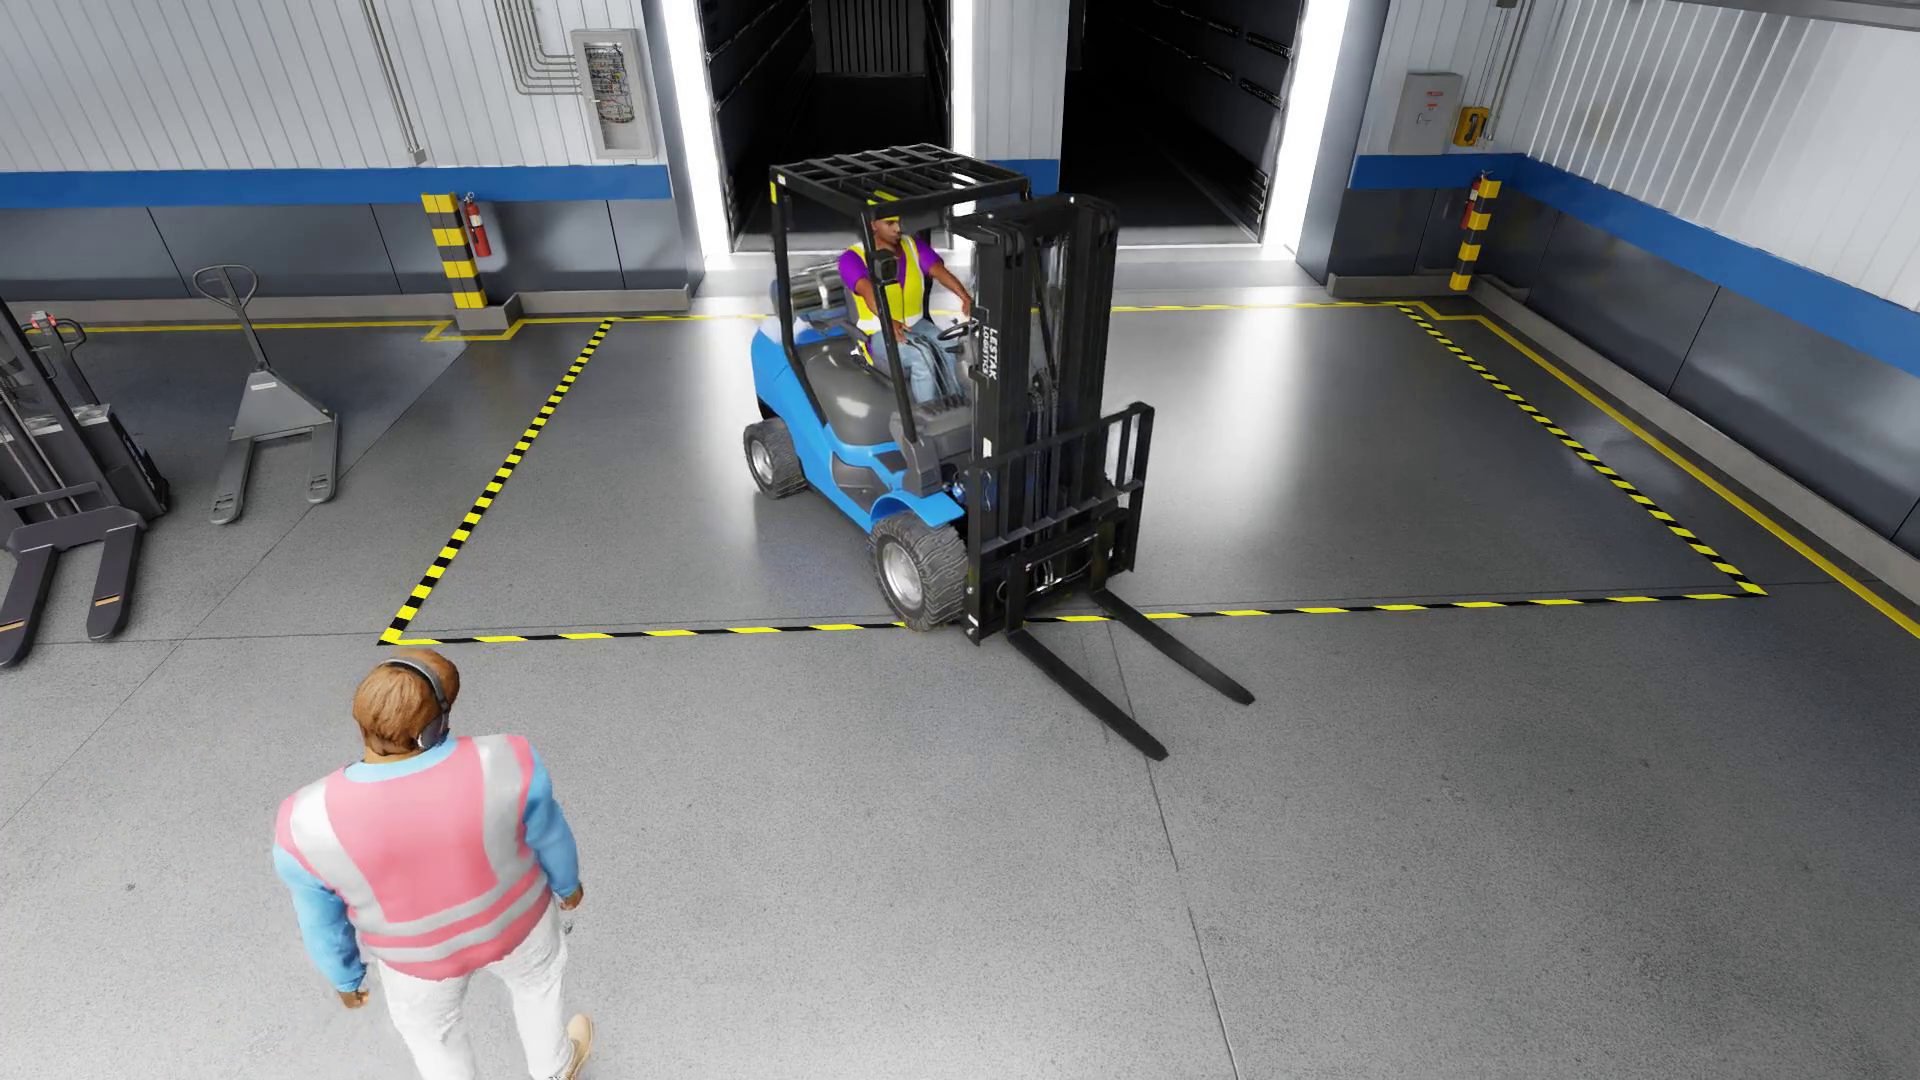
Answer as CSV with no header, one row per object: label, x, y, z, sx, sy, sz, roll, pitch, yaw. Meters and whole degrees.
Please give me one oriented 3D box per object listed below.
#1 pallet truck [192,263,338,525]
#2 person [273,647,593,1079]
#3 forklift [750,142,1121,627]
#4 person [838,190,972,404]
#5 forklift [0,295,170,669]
pallet truck,-4.778,-1.027,6.128,0.680,1.201,1.601,-17,38,-23
person,-1.440,1.102,2.592,0.750,1.805,0.494,-17,38,-23
forklift,-0.255,-1.071,5.218,1.157,2.036,2.680,-22,41,-29
person,-0.226,-1.195,5.068,0.635,1.294,1.004,-22,41,-29
forklift,-5.212,-0.618,4.878,0.823,1.965,1.885,-20,39,-26
